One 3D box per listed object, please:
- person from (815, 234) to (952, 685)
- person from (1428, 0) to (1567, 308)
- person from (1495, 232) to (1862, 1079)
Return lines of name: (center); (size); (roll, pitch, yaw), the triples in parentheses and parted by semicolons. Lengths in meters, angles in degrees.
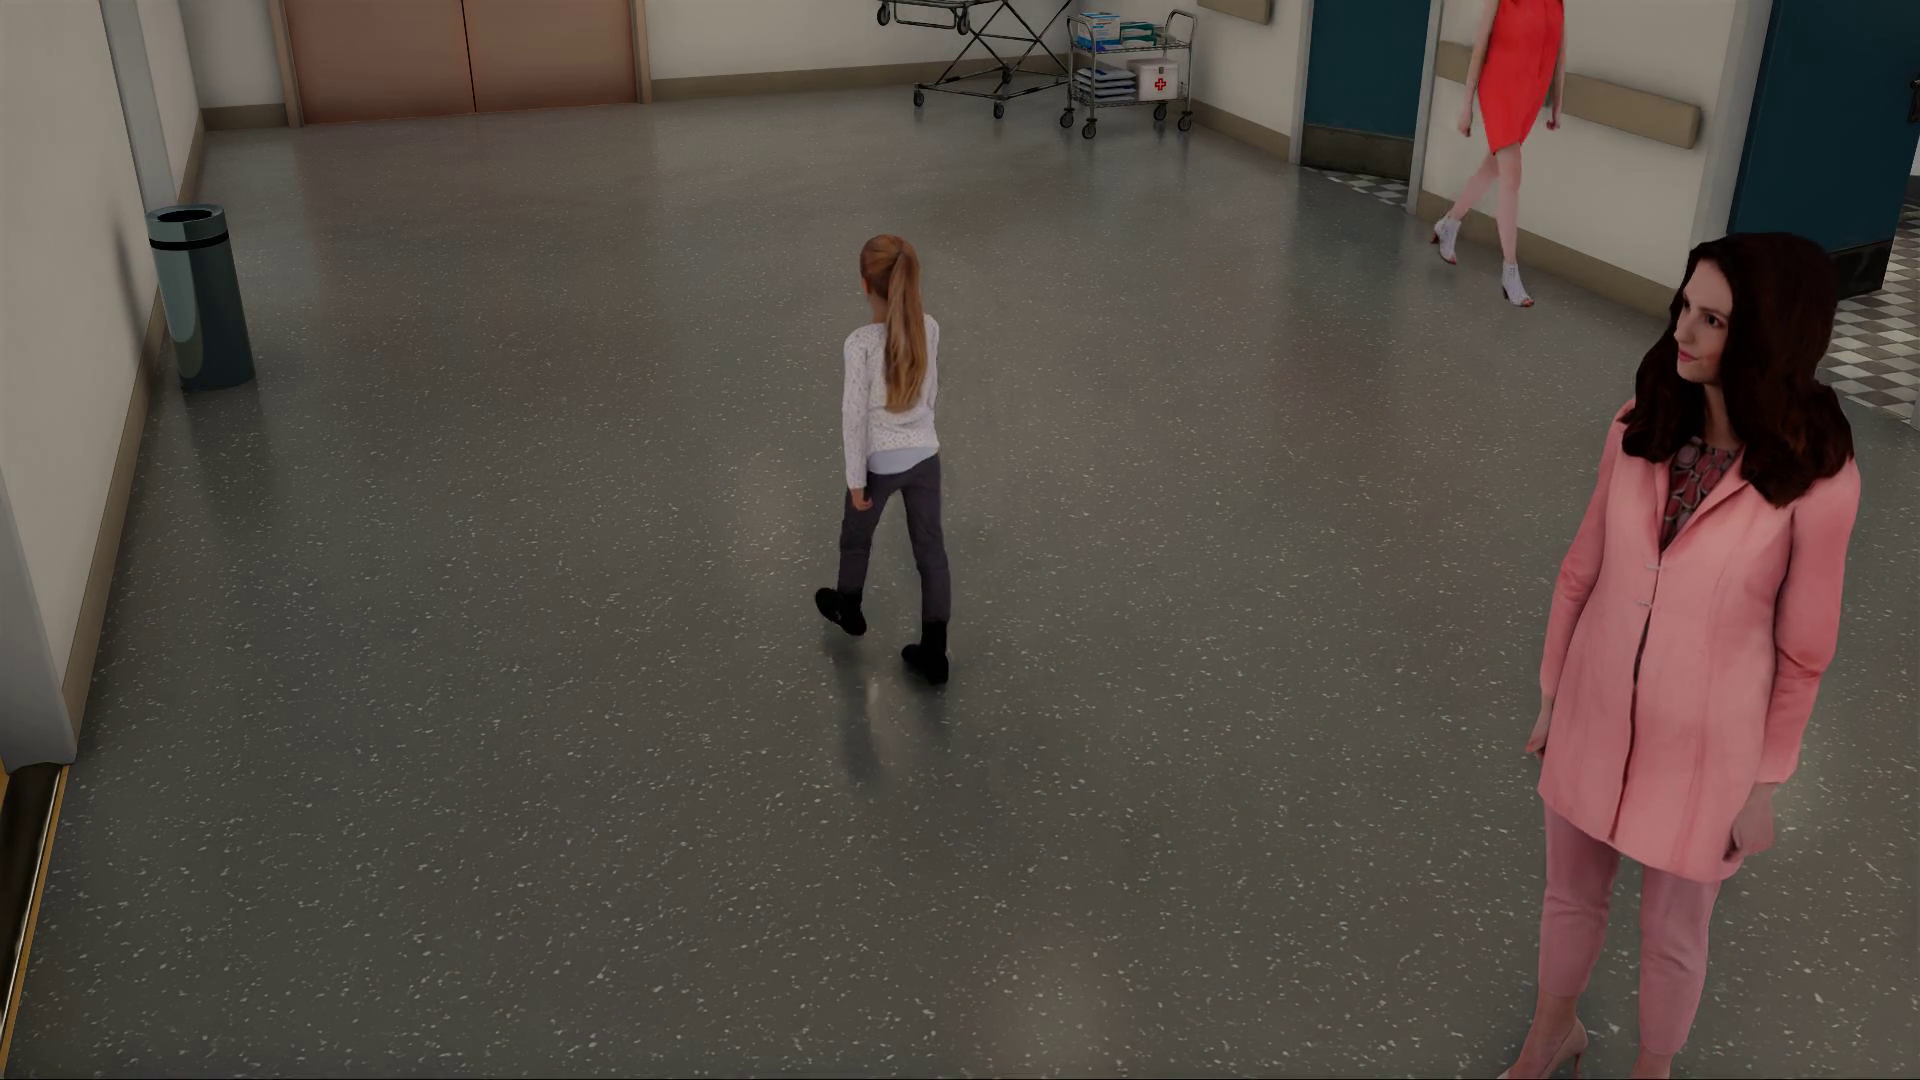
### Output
person: (-0.144, -0.186, 4.590); (0.598, 1.256, 0.845); (-16, 30, -29)
person: (2.545, -2.055, 7.863); (0.620, 1.778, 1.129); (-9, 27, -19)
person: (1.220, 0.339, 2.874); (0.732, 1.800, 0.567); (-19, 32, -34)
